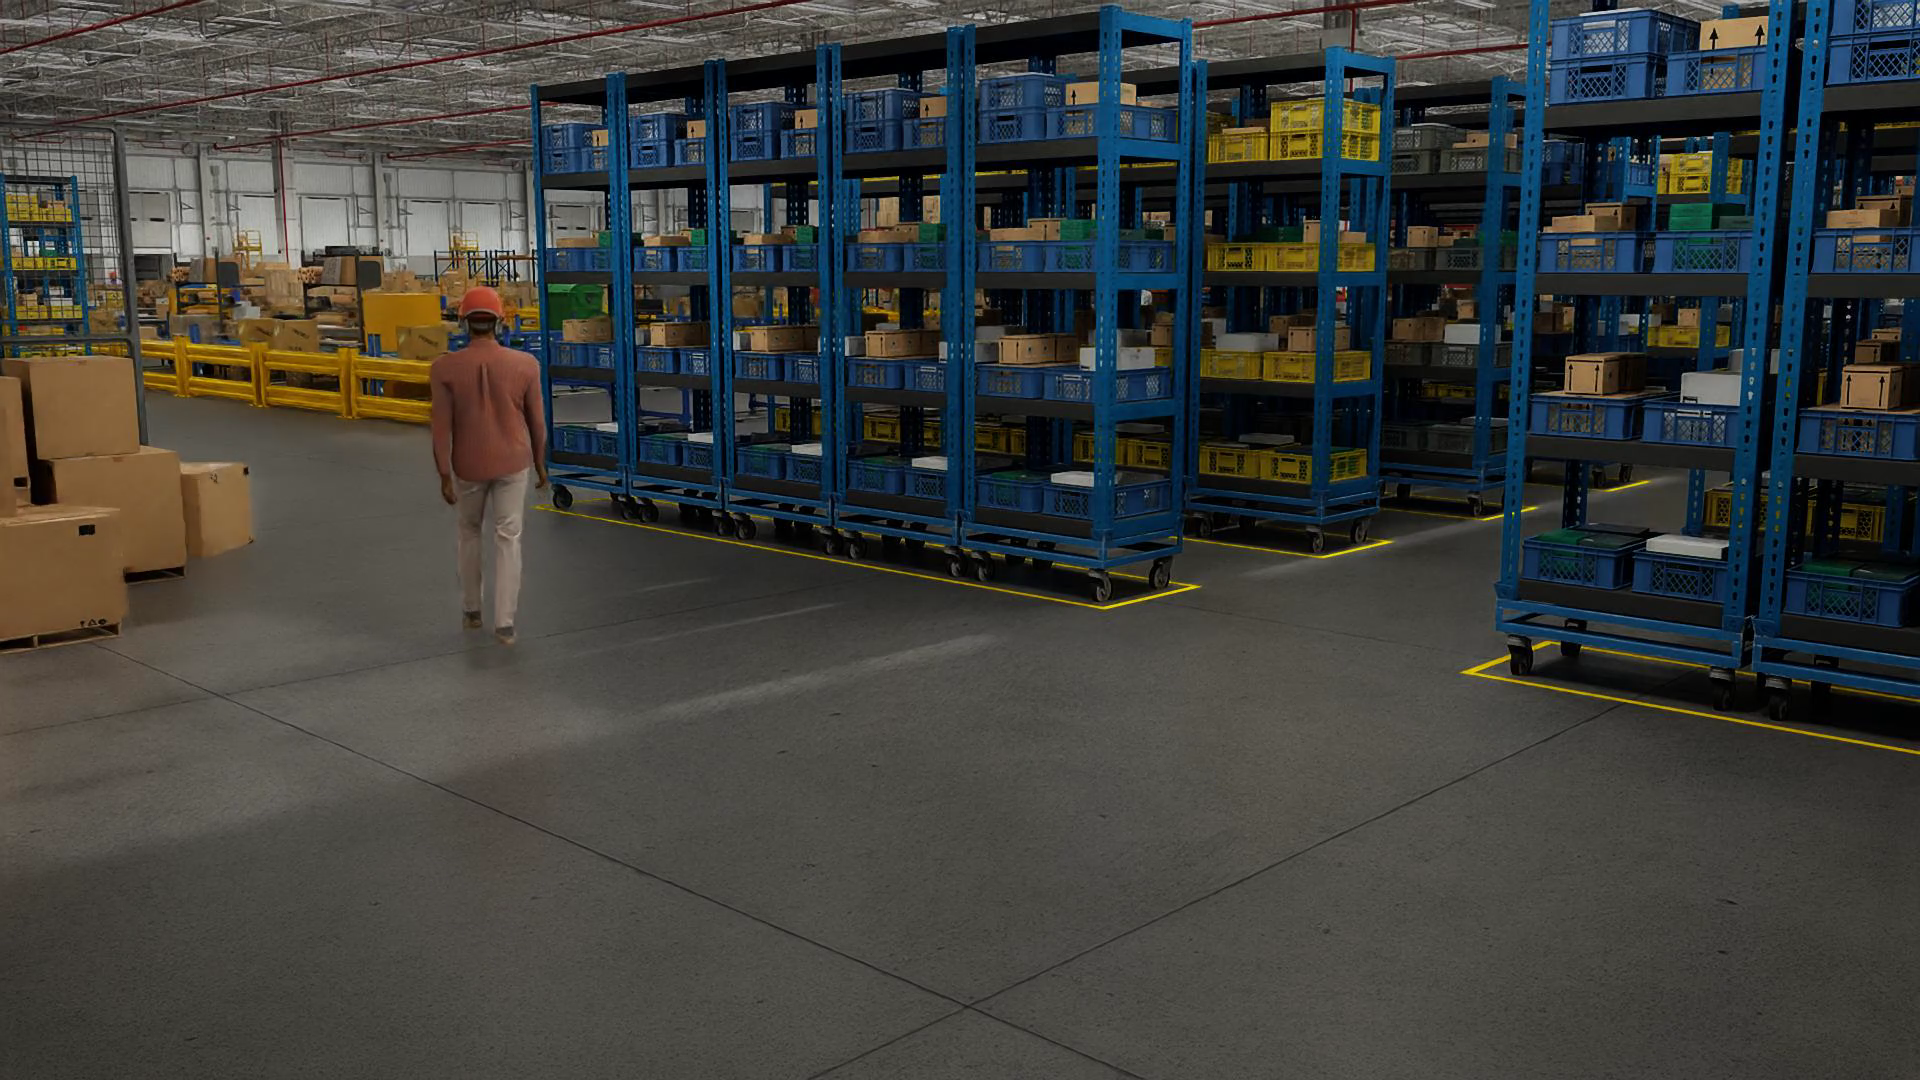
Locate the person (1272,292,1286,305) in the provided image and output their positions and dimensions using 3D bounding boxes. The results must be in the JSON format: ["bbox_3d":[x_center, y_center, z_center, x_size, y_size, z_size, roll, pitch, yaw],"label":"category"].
[{"bbox_3d":[11.069,-8.168,57.221,1.052,1.839,0.669,-8,12,-41],"label":"person"}]

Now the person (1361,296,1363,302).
[{"bbox_3d":[10.485,-5.712,42.644,0.540,1.670,0.679,7,11,35],"label":"person"}]

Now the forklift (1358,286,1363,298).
[{"bbox_3d":[11.100,-7.017,46.970,1.873,2.768,1.129,9,13,43],"label":"forklift"}]

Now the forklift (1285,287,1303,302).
[{"bbox_3d":[11.788,-8.492,56.011,1.129,2.768,1.873,9,13,43],"label":"forklift"}]

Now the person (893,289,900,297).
[{"bbox_3d":[-2.435,-9.278,64.444,0.322,1.698,0.533,2,9,11],"label":"person"}]

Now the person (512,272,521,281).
[{"bbox_3d":[-25.283,-14.325,94.816,0.572,1.886,0.355,0,9,-2],"label":"person"}]

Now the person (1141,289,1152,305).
[{"bbox_3d":[3.836,-4.739,35.853,0.615,1.945,0.404,1,9,7],"label":"person"}]

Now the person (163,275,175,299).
[{"bbox_3d":[-34.167,-10.549,71.923,0.518,1.814,0.993,5,10,26],"label":"person"}]

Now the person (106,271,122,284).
[{"bbox_3d":[-31.643,-9.071,62.243,0.643,2.005,0.610,-7,11,-35],"label":"person"}]

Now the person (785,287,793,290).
[{"bbox_3d":[-8.146,-11.932,80.186,0.842,1.870,0.612,-6,11,-33],"label":"person"}]

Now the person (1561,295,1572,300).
[{"bbox_3d":[12.531,-4.433,34.335,0.601,1.828,0.404,-7,12,-38],"label":"person"}]

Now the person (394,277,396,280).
[{"bbox_3d":[-29.425,-13.088,86.975,0.621,1.979,0.583,8,12,40],"label":"person"}]

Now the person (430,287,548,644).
[{"bbox_3d":[-2.653,-0.434,9.420,0.623,1.959,0.893,-3,10,-15],"label":"person"}]

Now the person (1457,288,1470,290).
[{"bbox_3d":[18.437,-8.719,60.975,0.926,1.720,0.539,-6,11,-33],"label":"person"}]
